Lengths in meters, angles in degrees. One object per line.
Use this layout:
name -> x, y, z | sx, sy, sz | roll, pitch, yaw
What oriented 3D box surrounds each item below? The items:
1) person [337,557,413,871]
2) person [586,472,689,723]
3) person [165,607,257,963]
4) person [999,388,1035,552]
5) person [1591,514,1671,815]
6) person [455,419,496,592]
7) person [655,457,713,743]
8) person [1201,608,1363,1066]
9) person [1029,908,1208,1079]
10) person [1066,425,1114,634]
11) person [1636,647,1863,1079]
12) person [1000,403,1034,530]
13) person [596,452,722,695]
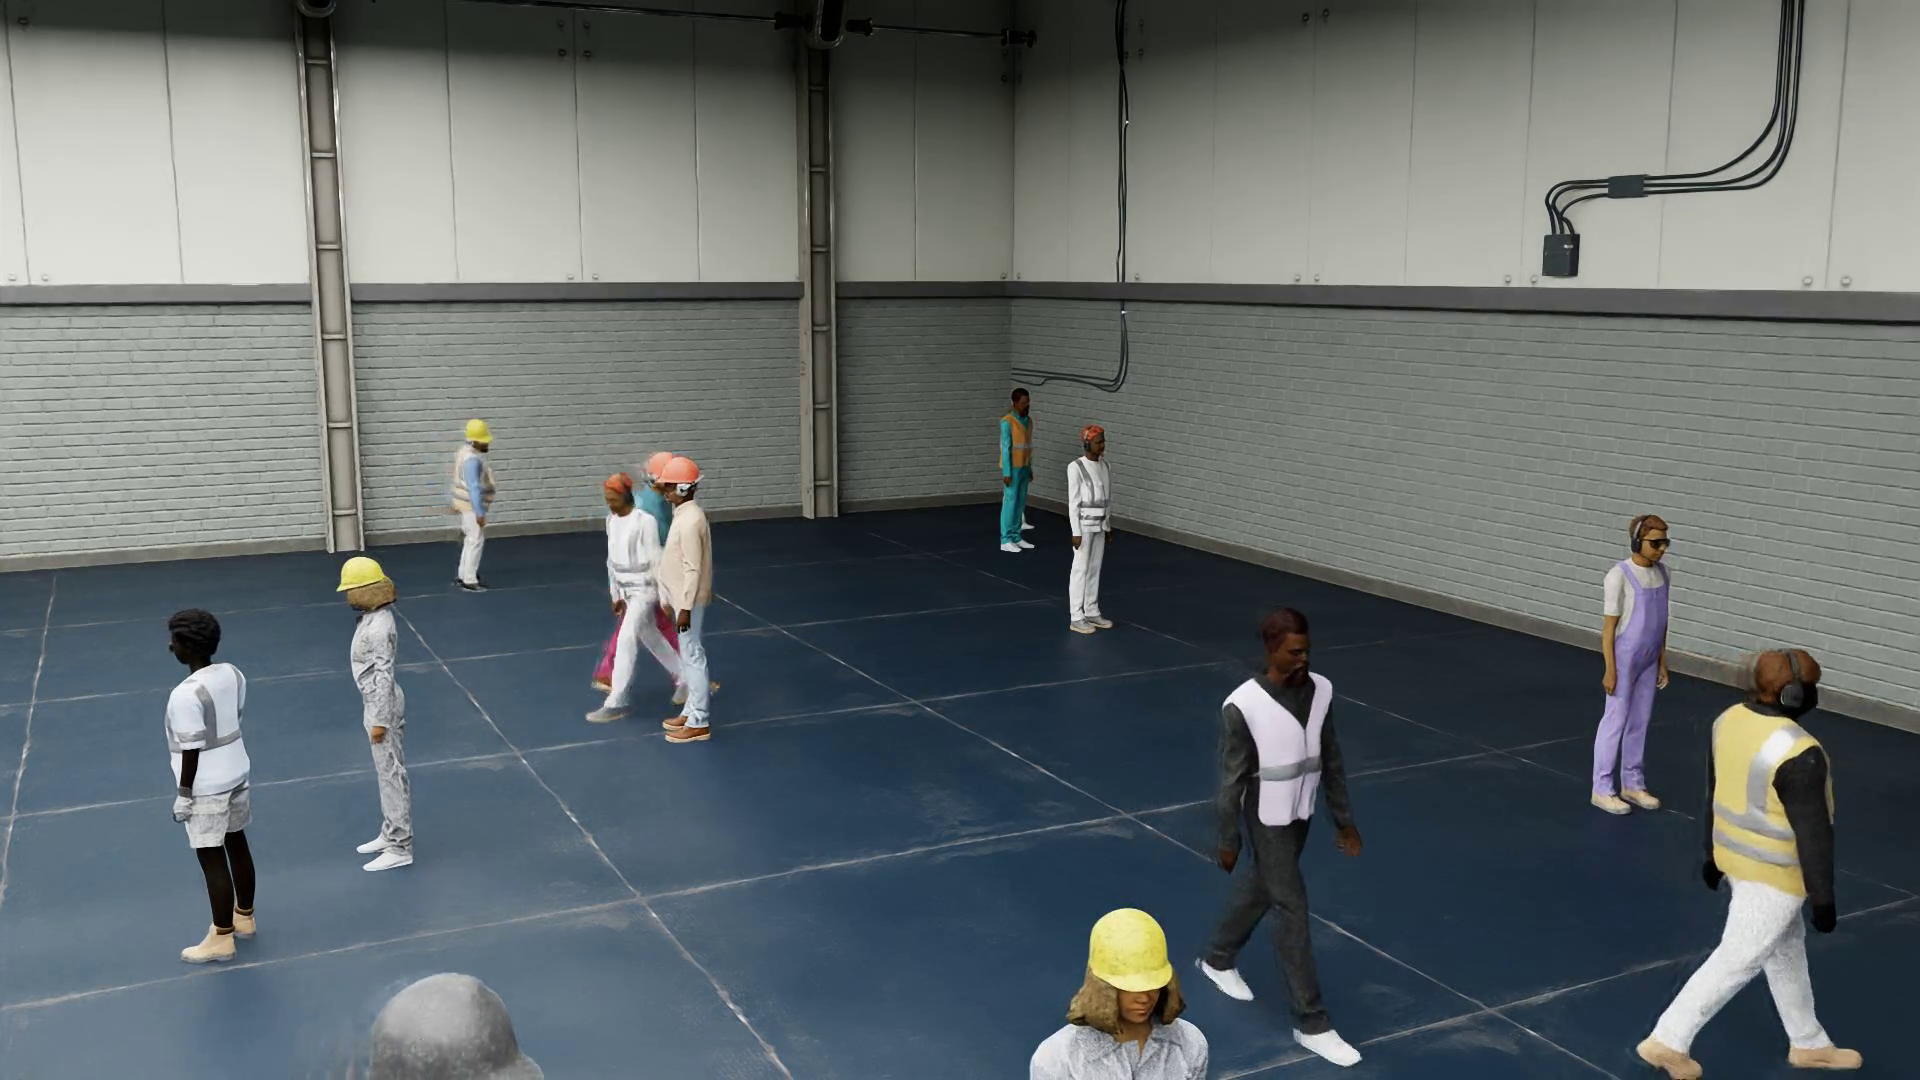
person -> -3.219, 0.945, 9.150 | 0.315, 1.735, 0.483 | -4, 10, -22
person -> -2.330, 0.389, 12.319 | 0.998, 1.829, 0.652 | -8, 12, -40
person -> -3.584, 1.158, 7.944 | 0.320, 1.698, 0.531 | 0, 9, 2
person -> 0.658, -0.829, 19.512 | 0.375, 1.917, 0.592 | 6, 11, 31
person -> 4.079, 0.748, 10.070 | 0.500, 1.839, 0.352 | -5, 11, -29
person -> -4.959, -0.352, 16.992 | 0.459, 1.786, 0.669 | -3, 10, -16
person -> -1.919, 0.411, 11.639 | 0.380, 1.995, 0.611 | -2, 9, -11
person -> 1.371, 1.198, 7.172 | 0.591, 1.878, 0.992 | -8, 12, -40
person -> 0.404, 1.752, 4.147 | 0.484, 1.745, 0.298 | -3, 10, -20
person -> 1.197, -0.104, 15.156 | 0.356, 1.883, 0.573 | 7, 12, 38
person -> 3.217, 1.314, 6.698 | 0.957, 1.806, 0.629 | 0, 9, 0
person -> 0.721, -0.948, 21.123 | 0.279, 1.632, 0.502 | -8, 12, -42
person -> -2.371, 0.274, 12.737 | 1.064, 1.914, 0.646 | 2, 9, 9
